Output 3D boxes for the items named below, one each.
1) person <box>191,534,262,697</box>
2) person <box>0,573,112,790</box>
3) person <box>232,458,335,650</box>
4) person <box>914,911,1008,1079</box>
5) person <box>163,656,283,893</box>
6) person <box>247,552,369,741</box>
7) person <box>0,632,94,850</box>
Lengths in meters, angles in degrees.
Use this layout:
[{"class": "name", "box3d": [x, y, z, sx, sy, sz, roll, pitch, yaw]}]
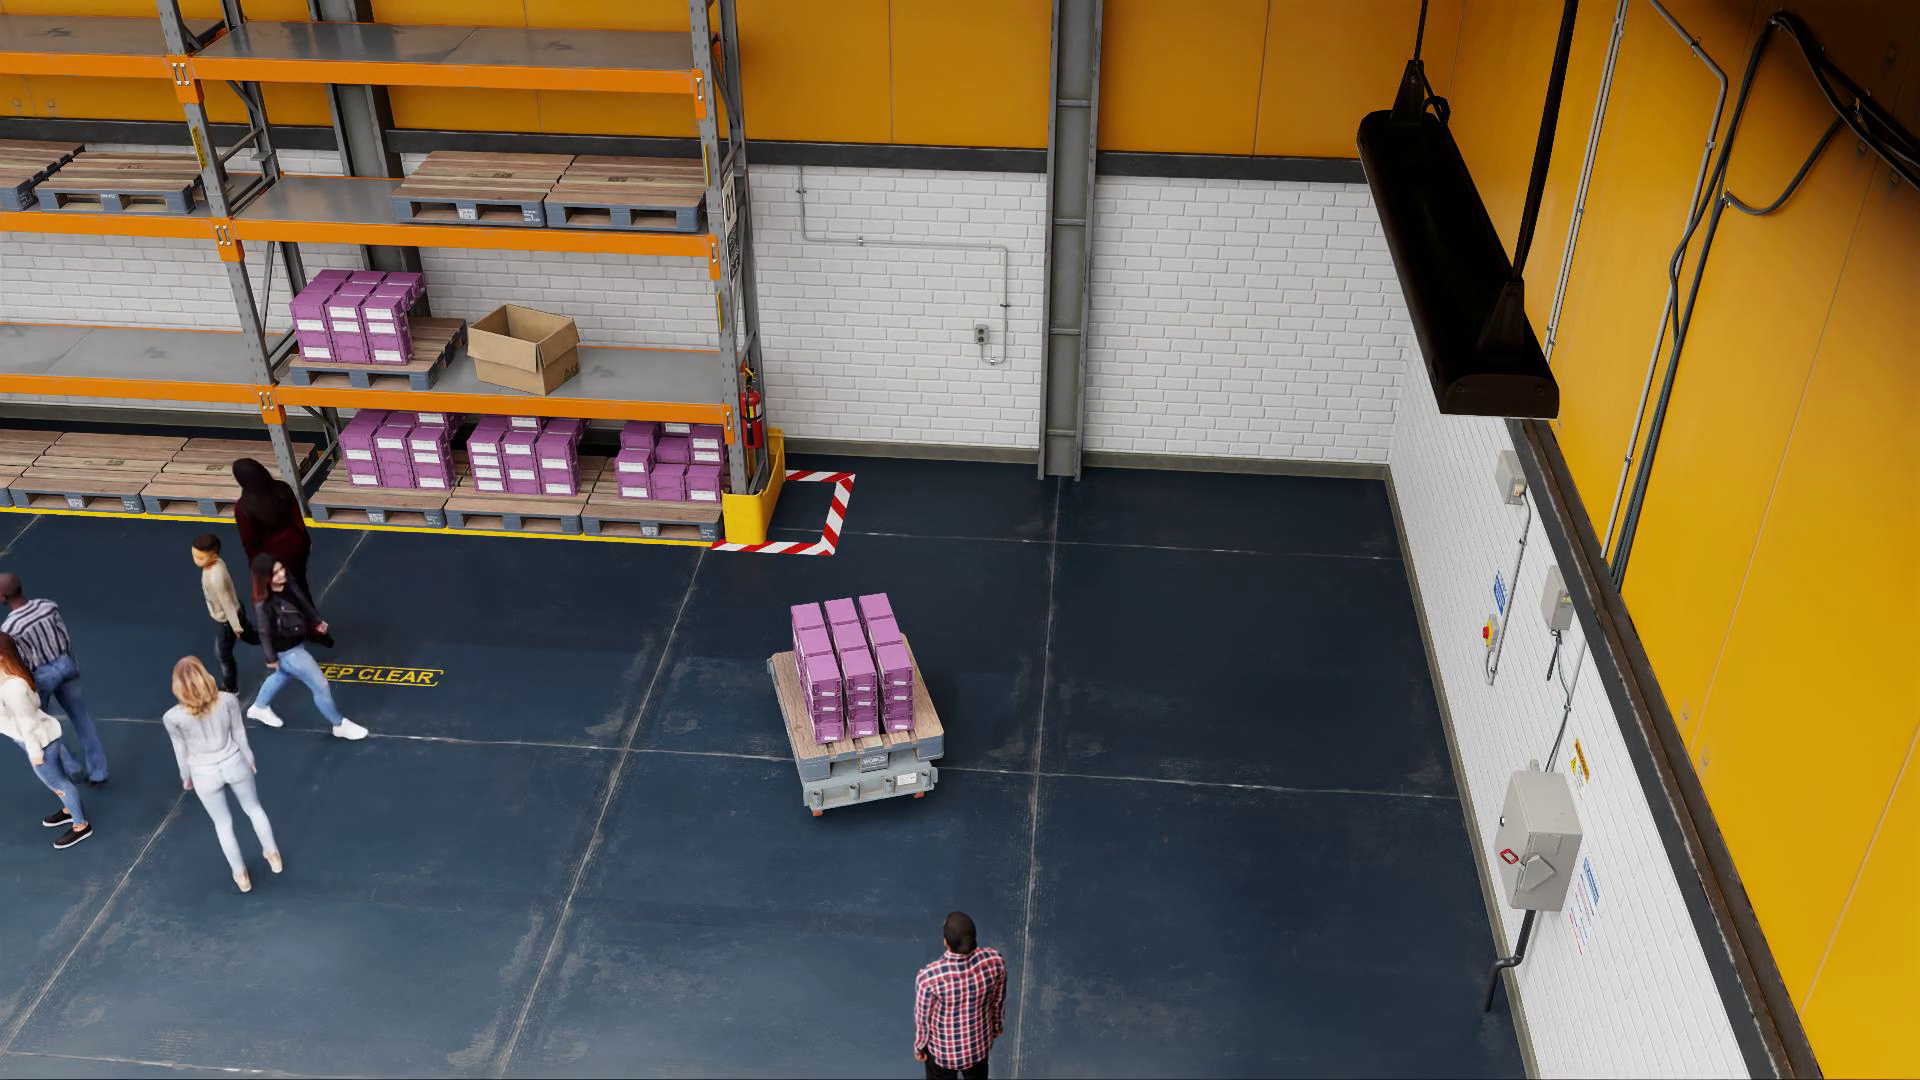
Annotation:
[{"class": "person", "box3d": [-5.335, 0.541, 12.318, 1.061, 1.434, 0.907, -14, 36, -20]}, {"class": "person", "box3d": [-6.108, 1.003, 11.320, 0.789, 1.769, 0.779, 12, 36, 18]}, {"class": "person", "box3d": [-5.106, 0.162, 12.623, 1.037, 1.728, 0.923, 23, 40, 31]}, {"class": "person", "box3d": [-0.011, 2.645, 8.859, 0.721, 1.759, 0.834, -15, 36, -21]}, {"class": "person", "box3d": [-4.700, 1.495, 10.565, 0.674, 1.786, 0.750, -19, 38, -27]}, {"class": "person", "box3d": [-4.851, 0.765, 11.836, 1.139, 1.595, 0.703, 0, 34, 0]}, {"class": "person", "box3d": [-6.081, 1.296, 10.951, 0.742, 1.691, 0.706, -20, 38, -27]}]
